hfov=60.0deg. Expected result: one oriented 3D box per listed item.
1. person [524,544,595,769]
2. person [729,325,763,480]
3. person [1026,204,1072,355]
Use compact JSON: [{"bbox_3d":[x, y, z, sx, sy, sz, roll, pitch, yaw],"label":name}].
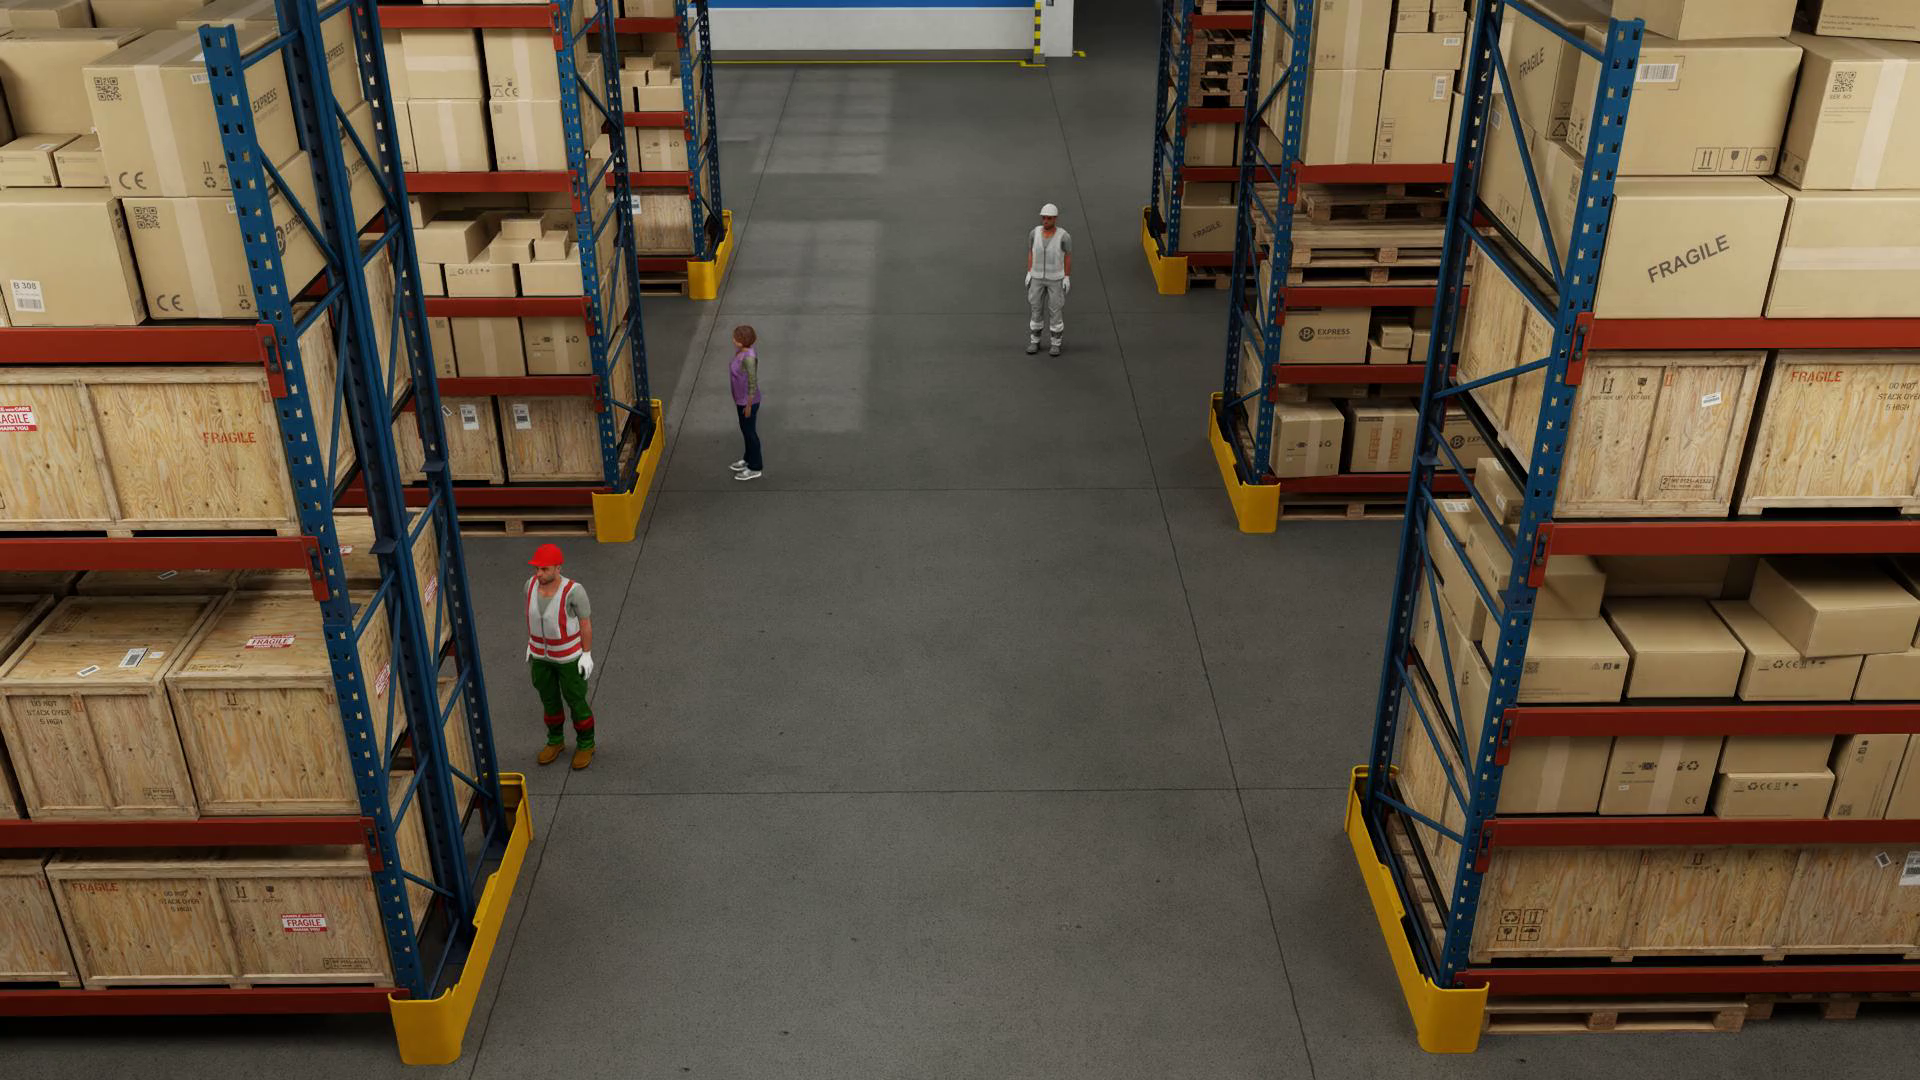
[{"bbox_3d":[-2.985,0.855,12.289,0.546,1.793,0.388,8,29,14],"label":"person"},{"bbox_3d":[-2.161,-1.394,16.670,0.344,1.601,0.408,-7,29,-14],"label":"person"},{"bbox_3d":[1.025,-3.067,19.584,0.544,1.795,0.368,8,29,15],"label":"person"}]
